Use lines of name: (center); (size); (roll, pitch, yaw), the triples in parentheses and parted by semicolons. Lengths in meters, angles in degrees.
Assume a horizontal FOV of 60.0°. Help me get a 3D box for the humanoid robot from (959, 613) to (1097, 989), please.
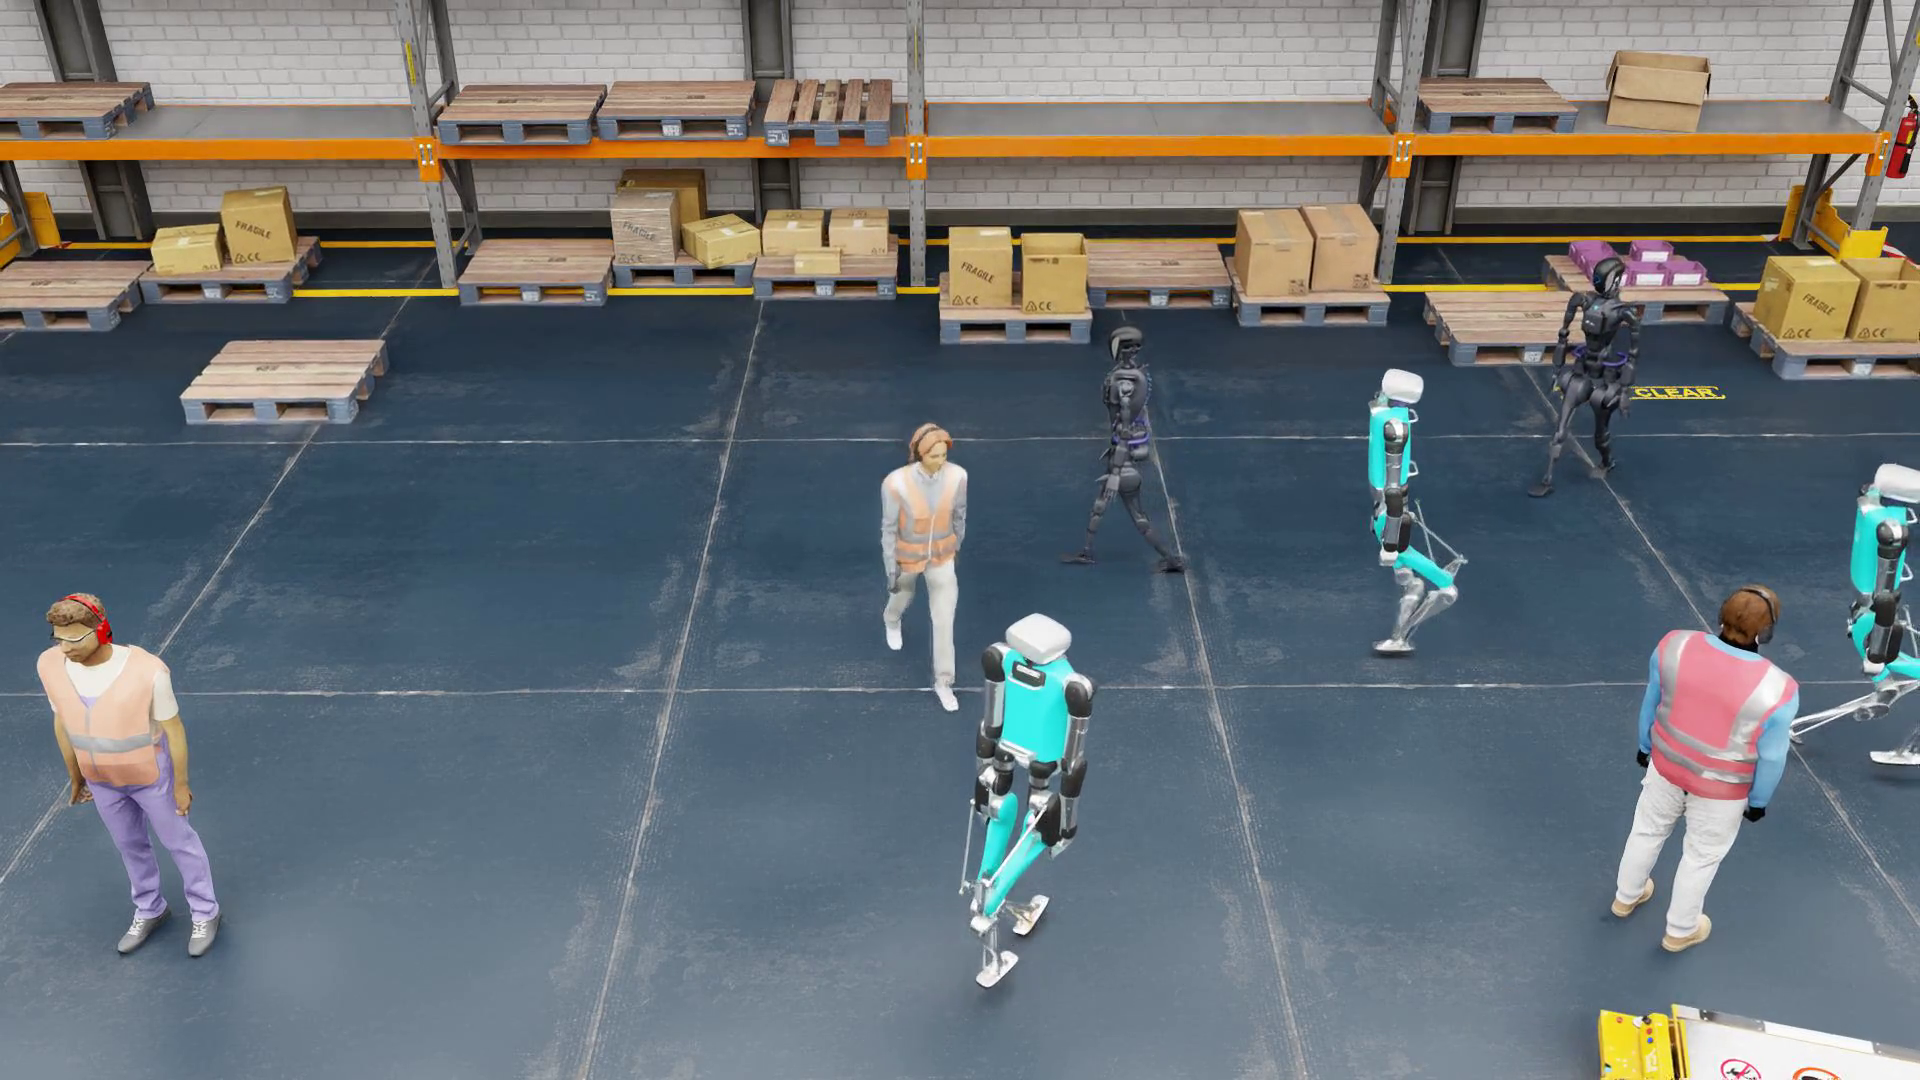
humanoid robot: (0.177, 1.206, 6.989); (0.534, 1.769, 0.890); (21, 37, 31)

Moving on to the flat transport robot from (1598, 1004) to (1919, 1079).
flat transport robot: (3.333, 2.258, 6.652); (1.431, 0.231, 0.659); (8, 32, 13)

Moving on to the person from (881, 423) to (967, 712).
person: (-0.216, 0.061, 9.009); (0.512, 1.597, 0.825); (-10, 32, -16)

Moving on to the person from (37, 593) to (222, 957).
person: (-3.581, 1.009, 7.199); (0.565, 1.846, 0.390); (3, 31, 4)

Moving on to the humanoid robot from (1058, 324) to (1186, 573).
humanoid robot: (1.003, -0.510, 9.957); (0.787, 1.638, 0.589); (1, 31, 2)

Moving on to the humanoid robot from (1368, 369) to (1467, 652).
humanoid robot: (2.525, -0.033, 9.154); (0.722, 1.905, 0.545); (3, 31, 5)

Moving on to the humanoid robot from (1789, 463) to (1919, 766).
humanoid robot: (4.679, 0.448, 8.243); (1.021, 1.729, 0.536); (8, 32, 13)

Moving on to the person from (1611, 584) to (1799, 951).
person: (3.236, 0.997, 7.237); (0.430, 1.833, 0.627); (-24, 39, -34)

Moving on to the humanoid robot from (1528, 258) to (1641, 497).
humanoid robot: (4.158, -1.057, 10.867); (0.785, 1.646, 0.615); (-23, 38, -33)
